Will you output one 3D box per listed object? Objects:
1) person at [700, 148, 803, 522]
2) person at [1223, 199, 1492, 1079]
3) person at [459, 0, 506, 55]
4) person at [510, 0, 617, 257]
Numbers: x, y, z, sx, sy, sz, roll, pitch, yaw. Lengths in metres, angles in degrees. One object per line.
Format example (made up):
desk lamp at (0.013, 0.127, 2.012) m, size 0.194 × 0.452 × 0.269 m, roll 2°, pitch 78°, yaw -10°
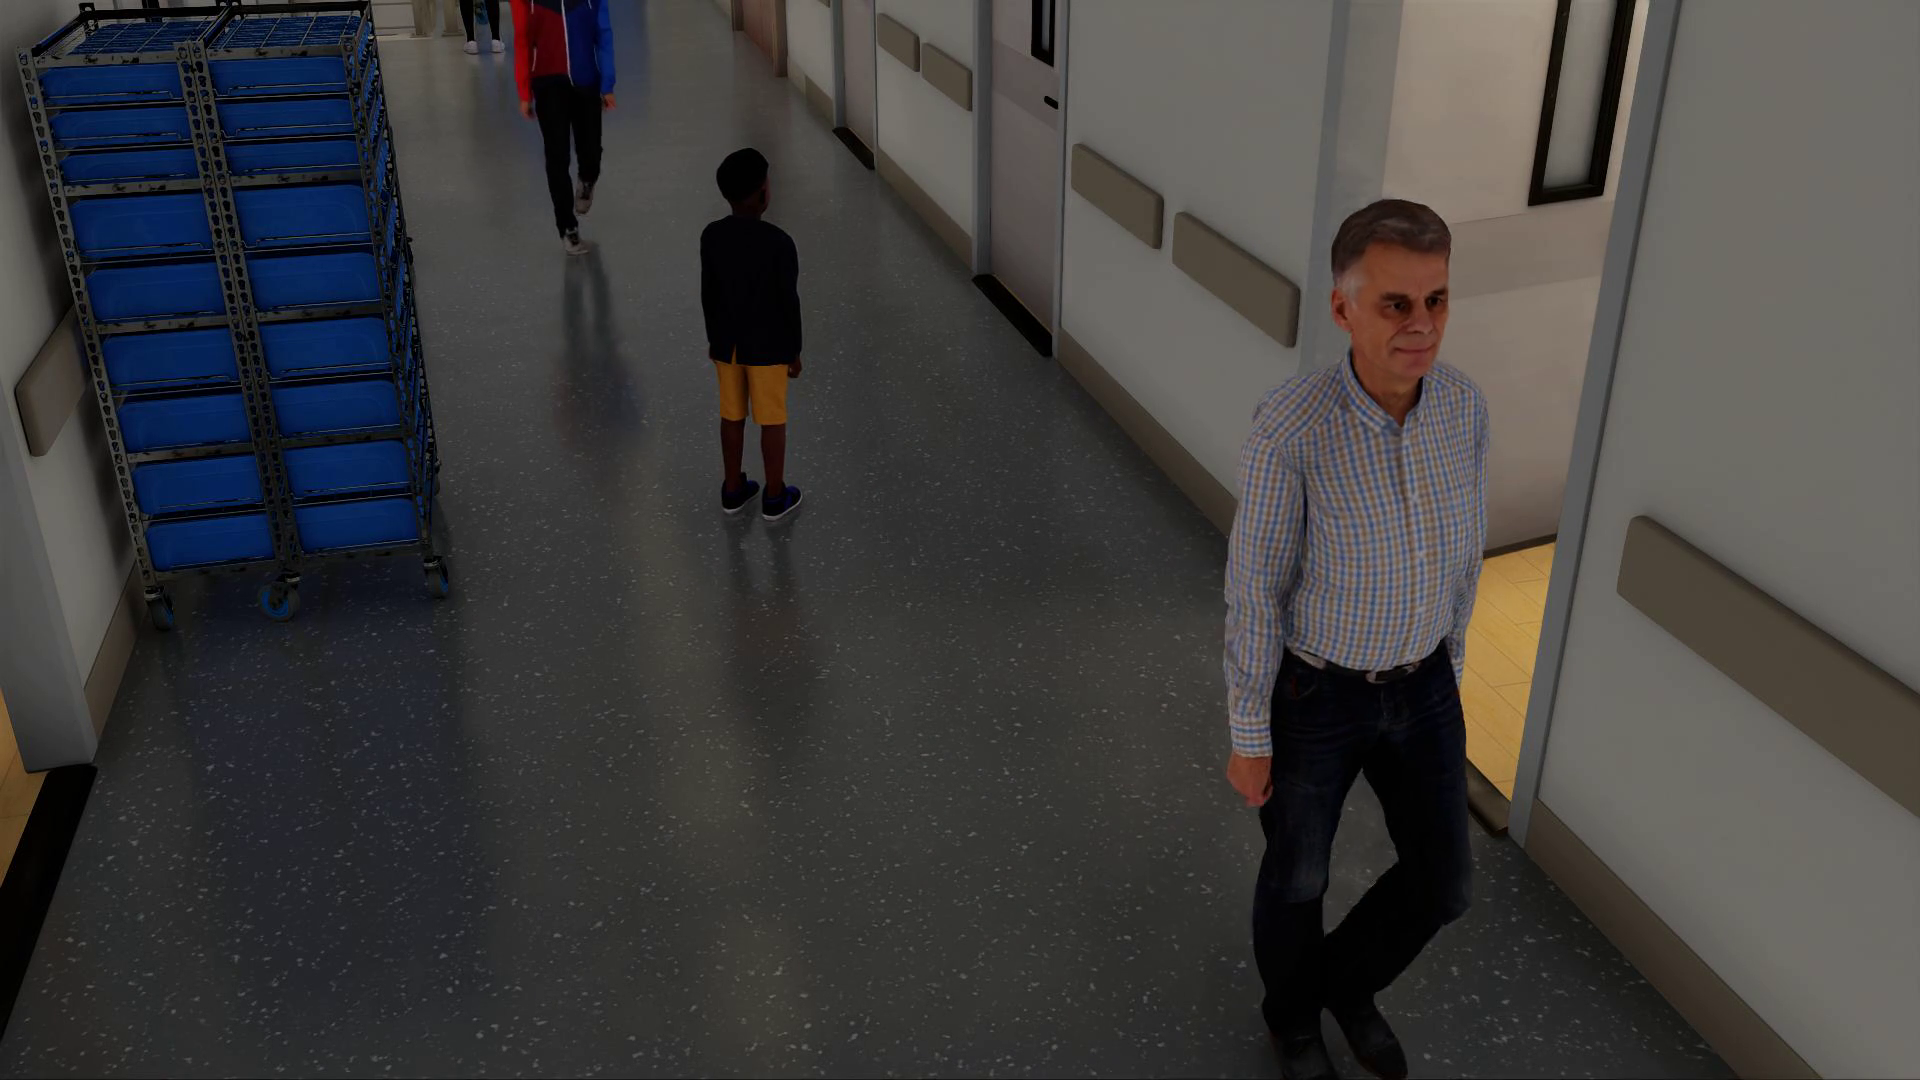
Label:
person at (-0.714, -0.687, 5.634) m, size 0.601 × 1.269 × 0.645 m, roll 7°, pitch 27°, yaw 13°
person at (0.695, 0.229, 3.110) m, size 0.671 × 1.811 × 0.599 m, roll -7°, pitch 27°, yaw -14°
person at (-4.153, -5.055, 14.114) m, size 0.618 × 1.772 × 0.542 m, roll -8°, pitch 27°, yaw -16°
person at (-2.058, -2.398, 8.656) m, size 0.727 × 1.727 × 1.097 m, roll -8°, pitch 27°, yaw -16°
